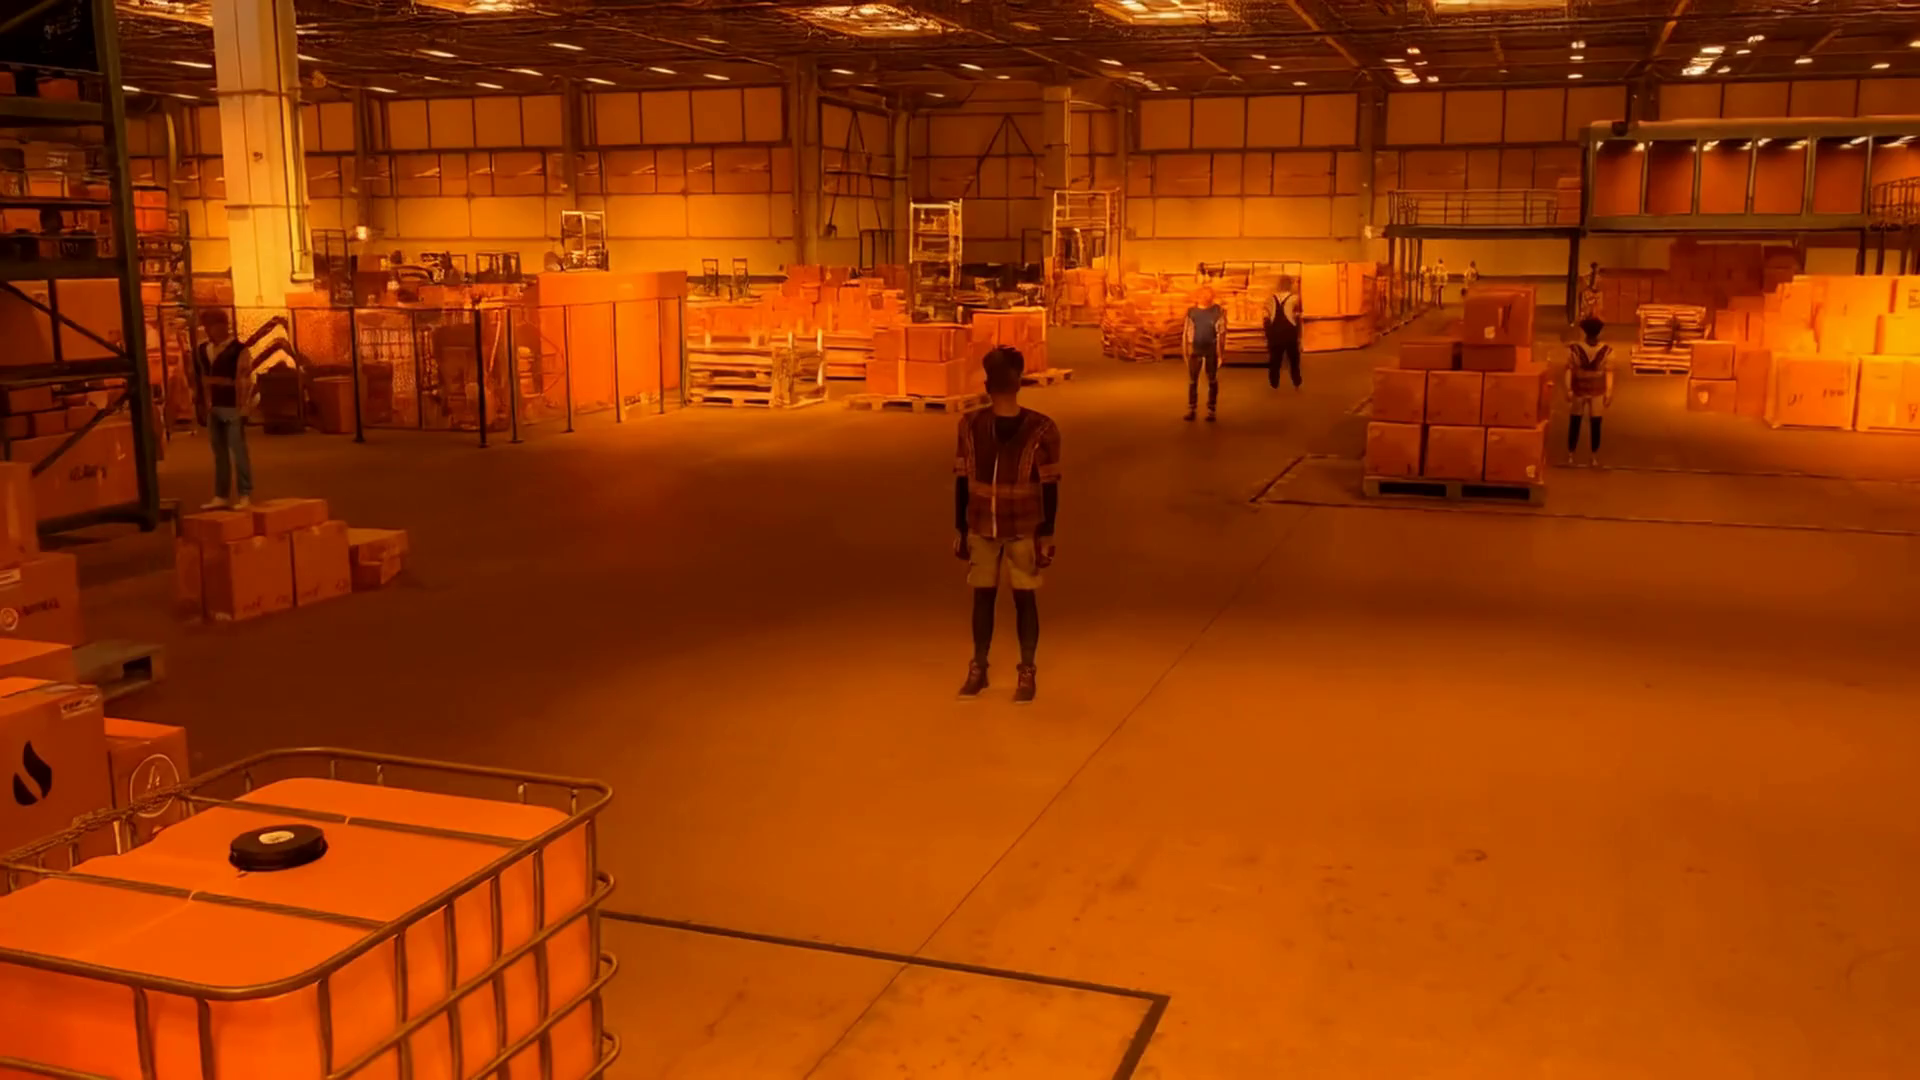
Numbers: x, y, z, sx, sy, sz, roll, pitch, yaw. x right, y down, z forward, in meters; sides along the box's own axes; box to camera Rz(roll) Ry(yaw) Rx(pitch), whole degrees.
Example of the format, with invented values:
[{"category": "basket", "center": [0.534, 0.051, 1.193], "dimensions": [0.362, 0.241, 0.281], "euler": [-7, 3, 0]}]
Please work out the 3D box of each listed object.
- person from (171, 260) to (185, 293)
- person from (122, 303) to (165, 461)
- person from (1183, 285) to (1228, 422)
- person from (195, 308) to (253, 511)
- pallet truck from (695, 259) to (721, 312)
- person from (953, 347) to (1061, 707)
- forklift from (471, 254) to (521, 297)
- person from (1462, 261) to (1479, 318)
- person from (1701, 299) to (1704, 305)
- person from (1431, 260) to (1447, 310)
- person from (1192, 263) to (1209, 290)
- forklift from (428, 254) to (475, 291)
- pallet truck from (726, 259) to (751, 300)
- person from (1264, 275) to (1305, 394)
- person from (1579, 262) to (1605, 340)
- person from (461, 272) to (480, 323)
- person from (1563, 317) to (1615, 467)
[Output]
[{"category": "person", "center": [-31.599, -10.383, 67.226], "dimensions": [1.052, 1.940, 0.595], "euler": [9, 13, 41]}, {"category": "person", "center": [-9.482, -1.859, 19.218], "dimensions": [0.542, 1.931, 0.366], "euler": [4, 11, 19]}, {"category": "person", "center": [3.470, -2.639, 23.601], "dimensions": [0.629, 1.936, 0.373], "euler": [4, 11, 19]}, {"category": "person", "center": [-6.953, -1.230, 15.742], "dimensions": [0.606, 1.913, 0.388], "euler": [3, 11, 19]}, {"category": "pallet truck", "center": [-9.165, -9.627, 62.776], "dimensions": [0.823, 1.965, 1.885], "euler": [4, 11, 23]}, {"category": "person", "center": [0.239, -0.069, 9.053], "dimensions": [0.602, 1.960, 0.368], "euler": [4, 11, 19]}, {"category": "forklift", "center": [-17.990, -10.121, 64.684], "dimensions": [1.157, 1.987, 2.680], "euler": [3, 11, 17]}, {"category": "person", "center": [17.550, -8.605, 57.207], "dimensions": [0.542, 1.931, 0.366], "euler": [4, 11, 19]}, {"category": "person", "center": [22.636, -7.450, 50.856], "dimensions": [0.508, 1.872, 0.329], "euler": [4, 11, 19]}, {"category": "person", "center": [18.430, -9.816, 64.035], "dimensions": [0.585, 1.927, 0.366], "euler": [4, 11, 19]}, {"category": "person", "center": [8.238, -8.545, 57.010], "dimensions": [0.573, 1.883, 0.356], "euler": [4, 11, 19]}, {"category": "forklift", "center": [-20.133, -10.254, 65.465], "dimensions": [1.157, 1.987, 2.680], "euler": [3, 11, 19]}, {"category": "pallet truck", "center": [-7.986, -9.493, 62.019], "dimensions": [0.823, 1.965, 1.885], "euler": [3, 11, 17]}, {"category": "person", "center": [5.539, -3.512, 28.214], "dimensions": [0.708, 2.000, 0.988], "euler": [6, 12, 32]}, {"category": "person", "center": [16.590, -6.266, 43.719], "dimensions": [0.606, 2.044, 0.374], "euler": [4, 11, 19]}, {"category": "person", "center": [-11.455, -5.309, 38.840], "dimensions": [0.508, 1.865, 0.329], "euler": [4, 11, 19]}, {"category": "person", "center": [7.100, -1.666, 18.790], "dimensions": [0.532, 1.696, 0.319], "euler": [4, 11, 19]}]
